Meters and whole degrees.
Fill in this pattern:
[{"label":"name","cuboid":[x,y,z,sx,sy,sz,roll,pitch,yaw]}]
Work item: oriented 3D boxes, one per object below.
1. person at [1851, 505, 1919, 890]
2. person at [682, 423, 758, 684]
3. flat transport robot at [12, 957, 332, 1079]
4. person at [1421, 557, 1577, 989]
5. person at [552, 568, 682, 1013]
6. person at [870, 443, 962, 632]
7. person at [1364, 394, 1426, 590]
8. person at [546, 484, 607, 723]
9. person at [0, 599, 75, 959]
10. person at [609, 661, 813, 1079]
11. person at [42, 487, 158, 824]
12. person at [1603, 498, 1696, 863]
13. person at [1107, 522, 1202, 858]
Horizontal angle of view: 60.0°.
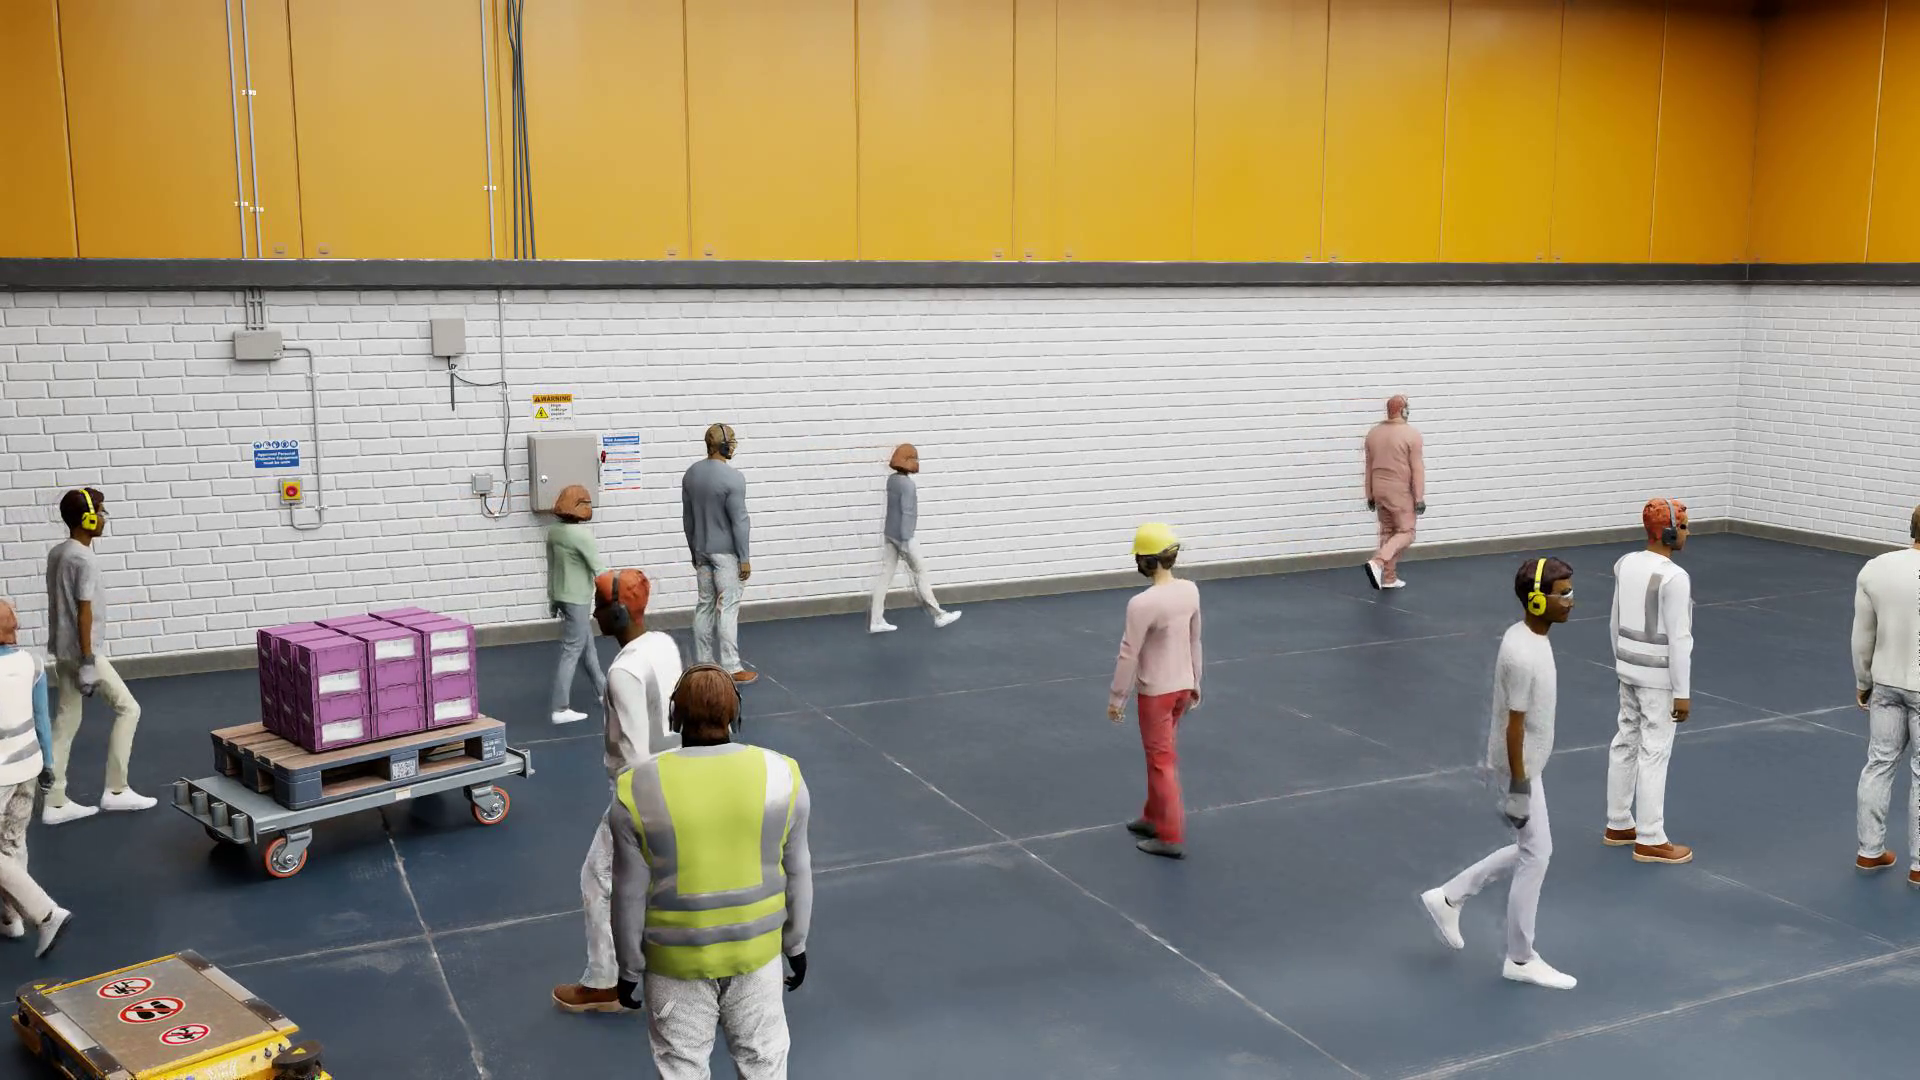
[{"label":"person","cuboid":[4.733,0.749,8.239,0.359,1.938,0.632,-5,11,-30]},{"label":"person","cuboid":[-1.768,0.104,12.239,0.638,1.938,0.356,8,12,40]},{"label":"flat transport robot","cuboid":[-3.014,1.892,6.301,1.431,0.197,0.652,9,13,44]},{"label":"person","cuboid":[2.346,0.975,7.094,0.568,1.853,0.529,3,10,20]},{"label":"person","cuboid":[-1.375,1.024,6.786,0.786,1.854,0.583,2,9,13]},{"label":"person","cuboid":[-0.405,-0.020,14.064,0.842,1.592,0.517,-5,10,-28]},{"label":"person","cuboid":[4.059,-0.432,15.724,0.638,1.884,0.657,-6,11,-32]},{"label":"person","cuboid":[-2.518,0.419,11.334,0.729,1.606,0.509,-8,12,-41]},{"label":"person","cuboid":[-4.216,1.048,7.347,0.611,1.621,0.525,2,9,12]},{"label":"person","cuboid":[-0.775,1.287,5.203,0.631,1.842,0.428,-3,10,-19]},{"label":"person","cuboid":[-4.816,0.638,9.220,0.577,1.835,0.722,7,12,38]},{"label":"person","cuboid":[3.583,0.718,8.600,0.350,1.882,0.583,-2,9,-11]},{"label":"person","cuboid":[0.958,0.766,8.677,0.593,1.748,0.554,9,13,43]}]
